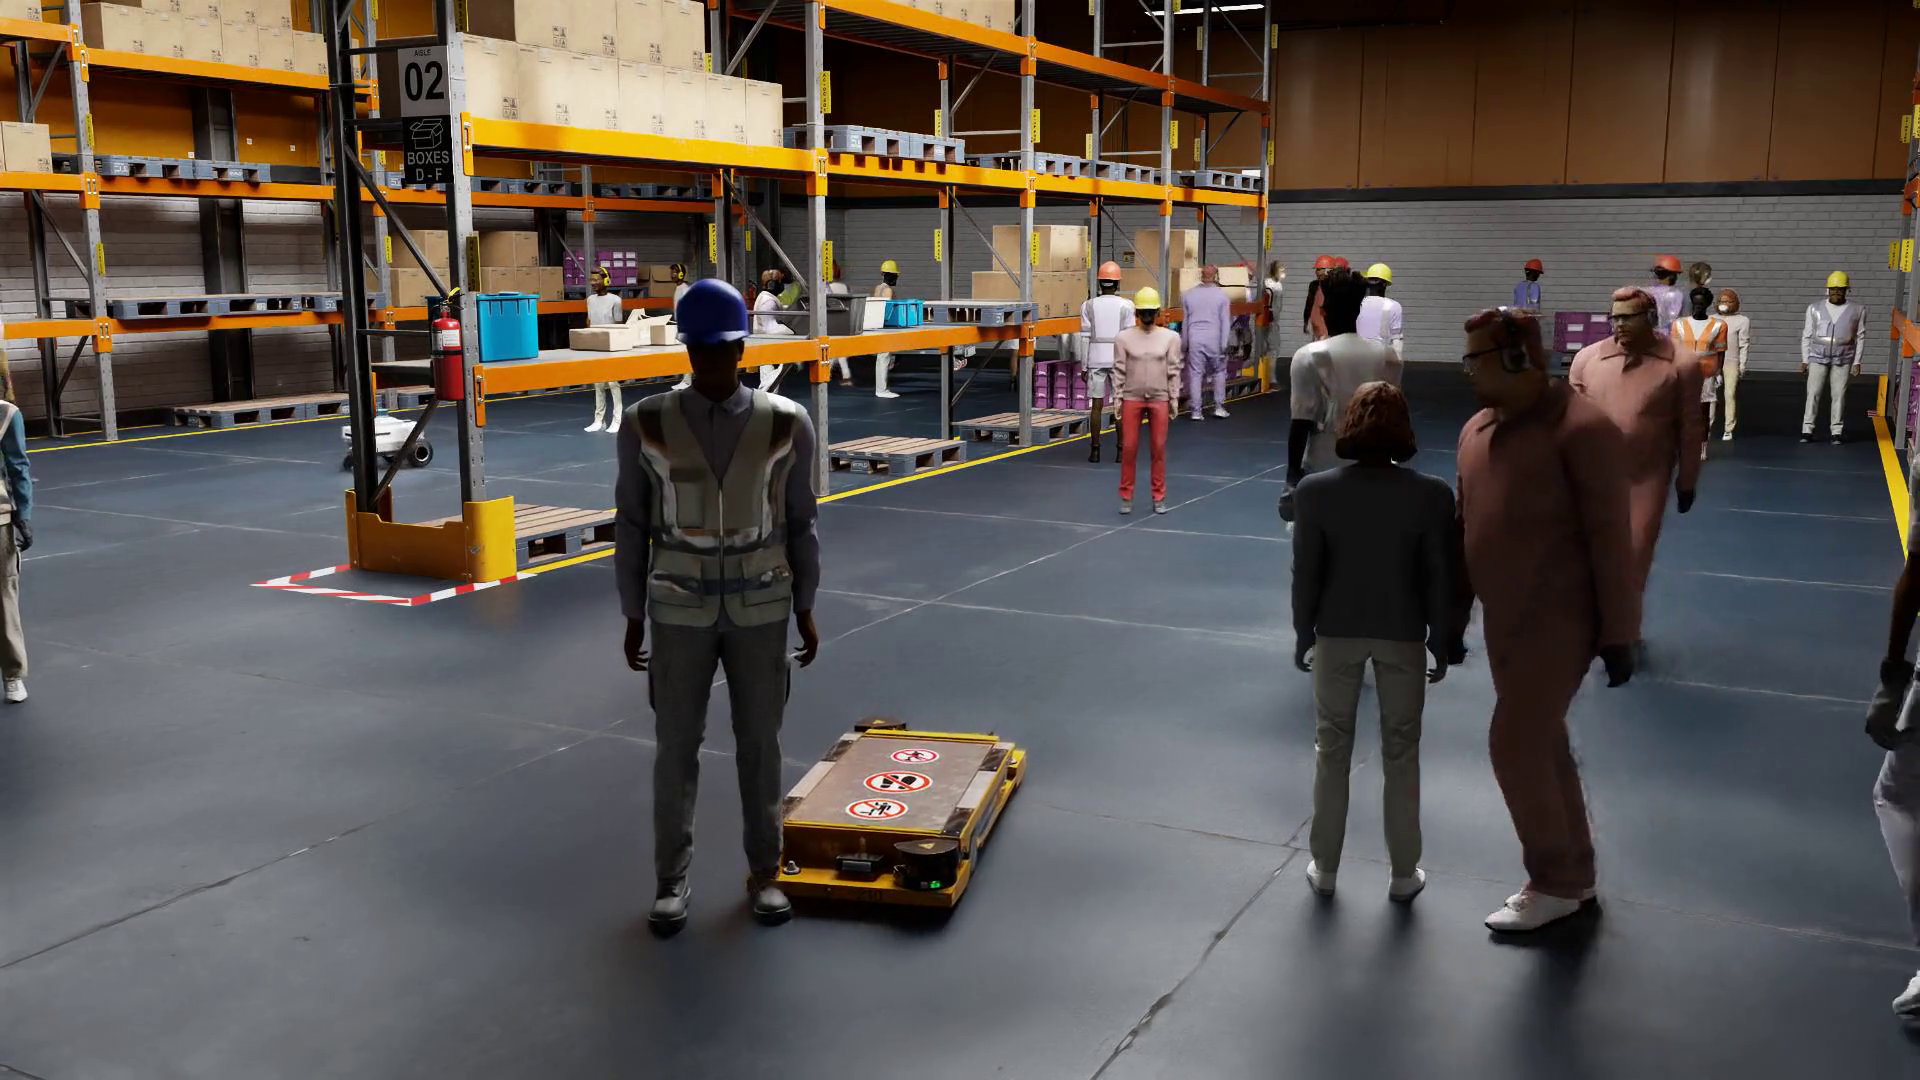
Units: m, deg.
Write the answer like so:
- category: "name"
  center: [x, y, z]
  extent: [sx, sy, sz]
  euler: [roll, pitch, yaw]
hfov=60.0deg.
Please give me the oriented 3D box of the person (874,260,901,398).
- category: "person"
  center: [-1.012, -2.948, 23.315]
  extent: [0.398, 1.919, 0.582]
  euler: [-3, 10, -15]

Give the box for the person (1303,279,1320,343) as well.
- category: "person"
  center: [5.625, -3.344, 25.483]
  extent: [0.664, 1.958, 0.827]
  euler: [-2, 10, -13]

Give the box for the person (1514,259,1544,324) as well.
- category: "person"
  center: [8.448, -3.194, 24.691]
  extent: [0.371, 1.928, 0.543]
  euler: [-3, 10, -17]

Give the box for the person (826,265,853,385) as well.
- category: "person"
  center: [-1.948, -3.302, 25.596]
  extent: [0.600, 1.827, 1.010]
  euler: [-9, 13, -41]

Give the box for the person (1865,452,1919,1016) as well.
- category: "person"
  center: [2.615, 0.369, 4.293]
  extent: [0.538, 1.845, 0.394]
  euler: [1, 10, 7]

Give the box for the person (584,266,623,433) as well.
- category: "person"
  center: [-4.015, -2.143, 18.773]
  extent: [0.520, 1.873, 0.335]
  euler: [6, 11, 29]

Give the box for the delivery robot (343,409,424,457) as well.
- category: "delivery robot"
  center: [-5.407, -0.985, 15.603]
  extent: [0.477, 0.478, 0.707]
  euler: [8, 12, 38]

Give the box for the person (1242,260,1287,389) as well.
- category: "person"
  center: [4.542, -3.213, 24.849]
  extent: [0.670, 1.914, 0.645]
  euler: [3, 10, 19]

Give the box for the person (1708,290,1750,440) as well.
- category: "person"
  center: [8.264, -1.884, 18.010]
  extent: [0.365, 1.628, 0.520]
  euler: [-9, 14, -44]

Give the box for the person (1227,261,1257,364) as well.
- category: "person"
  center: [4.207, -3.315, 25.477]
  extent: [0.784, 1.910, 0.547]
  euler: [7, 12, 35]

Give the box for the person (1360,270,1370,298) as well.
- category: "person"
  center: [5.595, -2.854, 23.143]
  extent: [0.598, 1.792, 0.936]
  euler: [-1, 10, -8]

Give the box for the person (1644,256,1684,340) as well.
- category: "person"
  center: [7.992, -2.239, 18.985]
  extent: [1.062, 1.985, 0.634]
  euler: [-5, 11, -27]

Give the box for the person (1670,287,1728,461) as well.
- category: "person"
  center: [7.167, -1.613, 16.204]
  extent: [0.535, 1.697, 0.322]
  euler: [6, 11, 29]

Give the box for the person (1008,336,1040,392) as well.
- category: "person"
  center: [0.911, -3.116, 24.243]
  extent: [0.542, 1.930, 0.380]
  euler: [0, 10, 0]

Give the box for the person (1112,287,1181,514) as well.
- category: "person"
  center: [1.450, -1.069, 12.892]
  extent: [0.529, 1.759, 0.367]
  euler: [1, 10, 3]

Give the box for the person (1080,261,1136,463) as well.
- category: "person"
  center: [1.429, -1.704, 16.037]
  extent: [0.543, 1.939, 0.360]
  euler: [2, 10, 9]

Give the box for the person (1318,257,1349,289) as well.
- category: "person"
  center: [5.056, -2.827, 22.463]
  extent: [0.654, 1.962, 0.567]
  euler: [10, 14, 44]

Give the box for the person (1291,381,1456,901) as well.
- category: "person"
  center: [1.282, 0.320, 5.204]
  extent: [0.497, 1.632, 0.289]
  euler: [3, 10, 16]

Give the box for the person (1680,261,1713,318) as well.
- category: "person"
  center: [8.330, -2.191, 18.886]
  extent: [0.444, 1.923, 0.650]
  euler: [5, 11, 28]

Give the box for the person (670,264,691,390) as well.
- category: "person"
  center: [-4.153, -3.160, 24.703]
  extent: [0.342, 1.861, 0.549]
  euler: [-3, 10, -17]

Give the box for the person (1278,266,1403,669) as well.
- category: "person"
  center: [1.847, -0.346, 8.120]
  extent: [0.648, 1.962, 0.482]
  euler: [-3, 10, -19]

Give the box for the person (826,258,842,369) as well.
- category: "person"
  center: [-2.251, -3.966, 29.131]
  extent: [0.373, 1.940, 0.629]
  euler: [-4, 10, -20]

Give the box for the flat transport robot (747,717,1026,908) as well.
- category: "flat transport robot"
  center: [-0.205, 0.903, 5.763]
  extent: [0.652, 0.197, 1.431]
  euler: [2, 10, 11]

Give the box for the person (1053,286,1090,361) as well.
- category: "person"
  center: [1.661, -3.157, 24.806]
  extent: [0.626, 1.823, 0.597]
  euler: [0, 10, 0]

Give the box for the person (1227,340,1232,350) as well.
- category: "person"
  center: [4.092, -3.272, 26.032]
  extent: [0.580, 1.608, 0.525]
  euler: [-1, 10, -5]

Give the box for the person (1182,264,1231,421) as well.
- category: "person"
  center: [3.022, -2.390, 20.167]
  extent: [0.654, 1.877, 0.797]
  euler: [5, 11, 27]

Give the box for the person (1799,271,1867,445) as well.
- category: "person"
  center: [9.222, -1.921, 17.593]
  extent: [0.592, 1.834, 0.404]
  euler: [6, 11, 29]

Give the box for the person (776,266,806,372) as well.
- category: "person"
  center: [-2.892, -3.727, 28.151]
  extent: [0.680, 1.802, 0.883]
  euler: [-4, 11, -23]

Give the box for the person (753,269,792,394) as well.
- category: "person"
  center: [-2.055, -2.043, 18.279]
  extent: [0.430, 1.845, 0.619]
  euler: [-2, 10, -13]

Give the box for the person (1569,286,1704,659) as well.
- category: "person"
  center: [3.298, -0.327, 8.303]
  extent: [0.650, 1.849, 1.020]
  euler: [8, 13, 40]

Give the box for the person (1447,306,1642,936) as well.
- category: "person"
  center: [1.724, 0.238, 5.019]
  extent: [0.597, 1.863, 0.655]
  euler: [-3, 10, -14]

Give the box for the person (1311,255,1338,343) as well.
- category: "person"
  center: [4.727, -2.695, 21.611]
  extent: [0.377, 1.995, 0.612]
  euler: [-1, 10, -5]

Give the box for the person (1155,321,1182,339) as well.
- category: "person"
  center: [3.161, -3.198, 25.463]
  extent: [0.565, 1.672, 0.452]
  euler: [8, 12, 38]

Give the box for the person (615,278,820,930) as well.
- category: "person"
  center: [-0.717, 0.201, 4.979]
  extent: [0.608, 1.946, 0.406]
  euler: [-2, 10, -10]

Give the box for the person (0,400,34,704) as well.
- category: "person"
  center: [-4.419, -0.068, 7.424]
  extent: [0.515, 1.642, 0.314]
  euler: [-3, 10, -19]

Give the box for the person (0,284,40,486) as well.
- category: "person"
  center: [-8.384, -1.312, 14.156]
  extent: [0.579, 1.813, 0.877]
  euler: [7, 12, 34]

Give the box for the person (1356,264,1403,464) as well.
- category: "person"
  center: [3.958, -1.669, 15.889]
  extent: [0.585, 1.920, 0.374]
  euler: [8, 13, 39]
